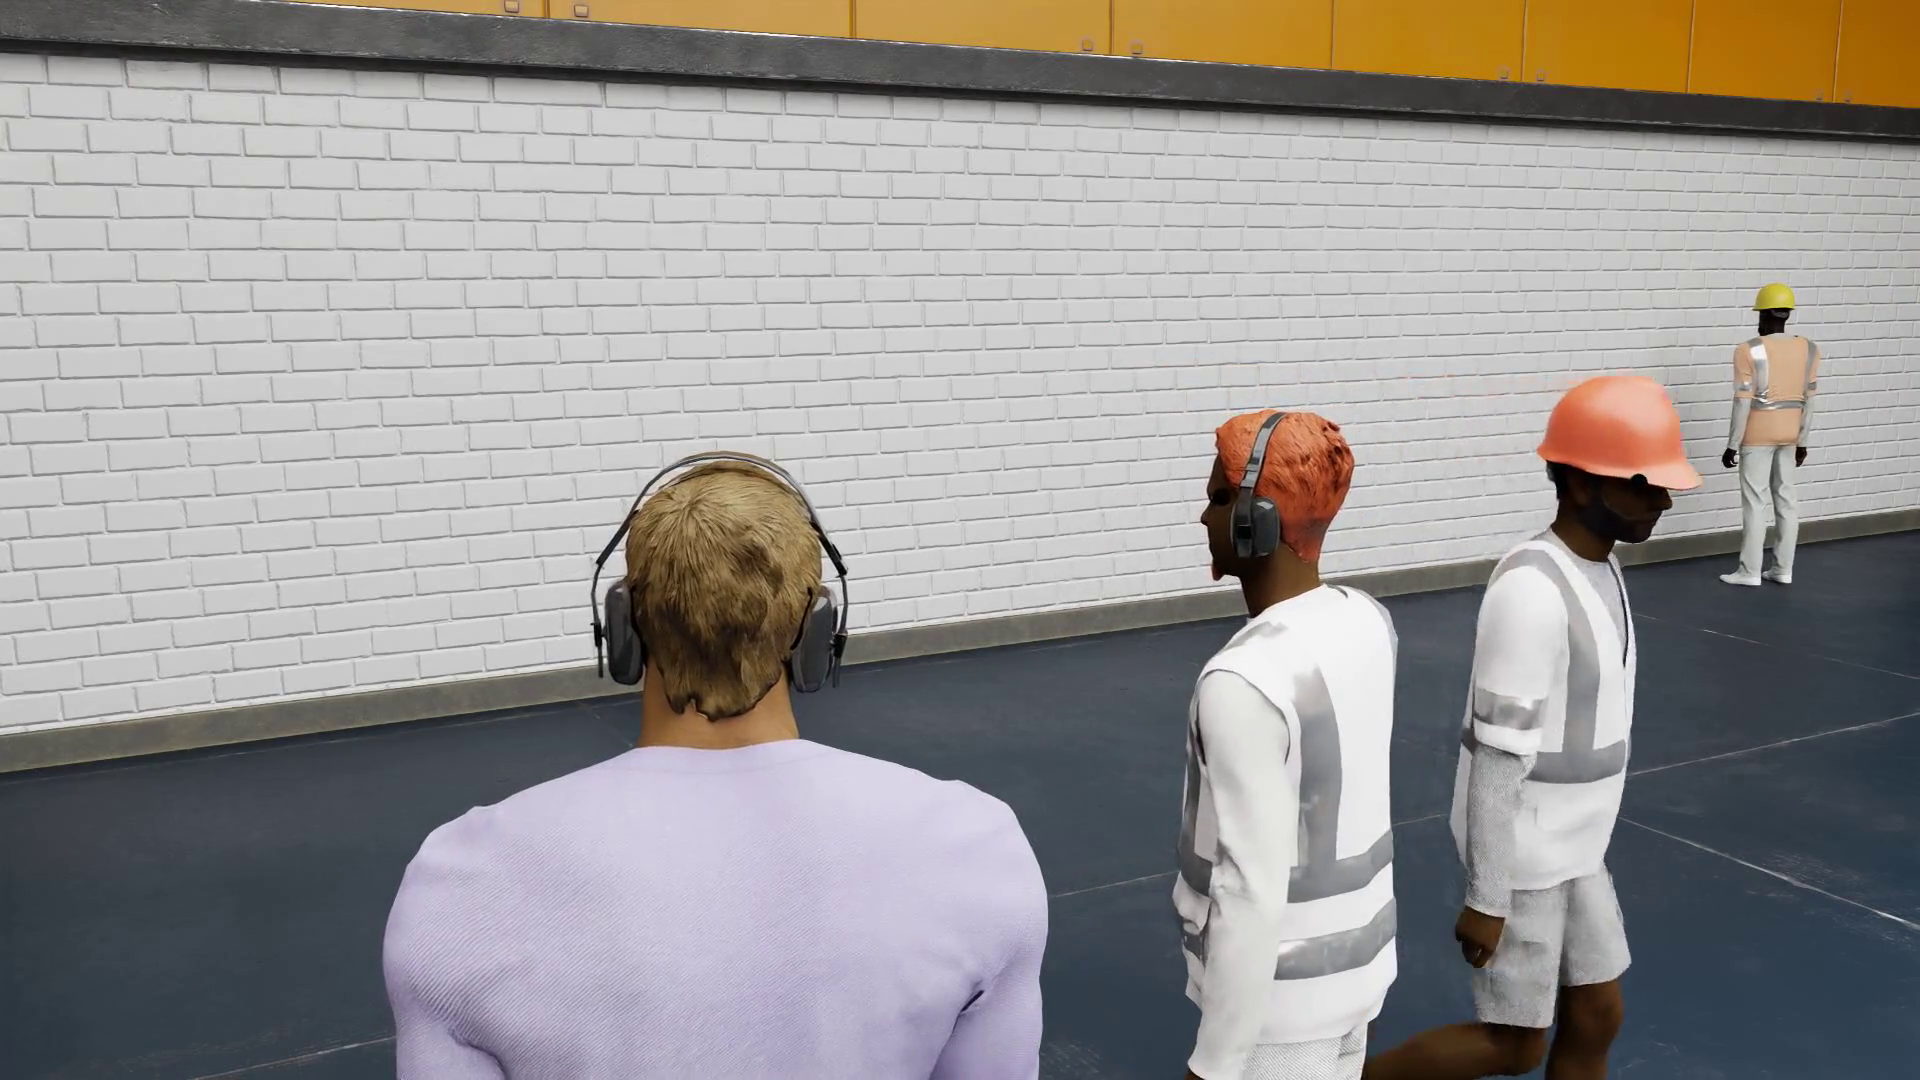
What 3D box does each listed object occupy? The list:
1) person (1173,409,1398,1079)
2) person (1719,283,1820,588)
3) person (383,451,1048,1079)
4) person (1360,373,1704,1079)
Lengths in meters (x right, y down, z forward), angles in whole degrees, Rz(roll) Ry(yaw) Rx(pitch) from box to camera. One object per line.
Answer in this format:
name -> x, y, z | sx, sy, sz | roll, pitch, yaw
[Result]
person -> 0.511, 0.729, 2.702 | 0.361, 1.882, 0.575 | 6, 12, 32
person -> 5.112, -0.657, 10.550 | 0.591, 1.926, 0.386 | -2, 10, -12
person -> -0.225, 0.875, 1.702 | 0.629, 1.940, 0.372 | -2, 10, -11
person -> 1.104, 0.595, 3.428 | 0.749, 1.906, 0.583 | 7, 12, 35
